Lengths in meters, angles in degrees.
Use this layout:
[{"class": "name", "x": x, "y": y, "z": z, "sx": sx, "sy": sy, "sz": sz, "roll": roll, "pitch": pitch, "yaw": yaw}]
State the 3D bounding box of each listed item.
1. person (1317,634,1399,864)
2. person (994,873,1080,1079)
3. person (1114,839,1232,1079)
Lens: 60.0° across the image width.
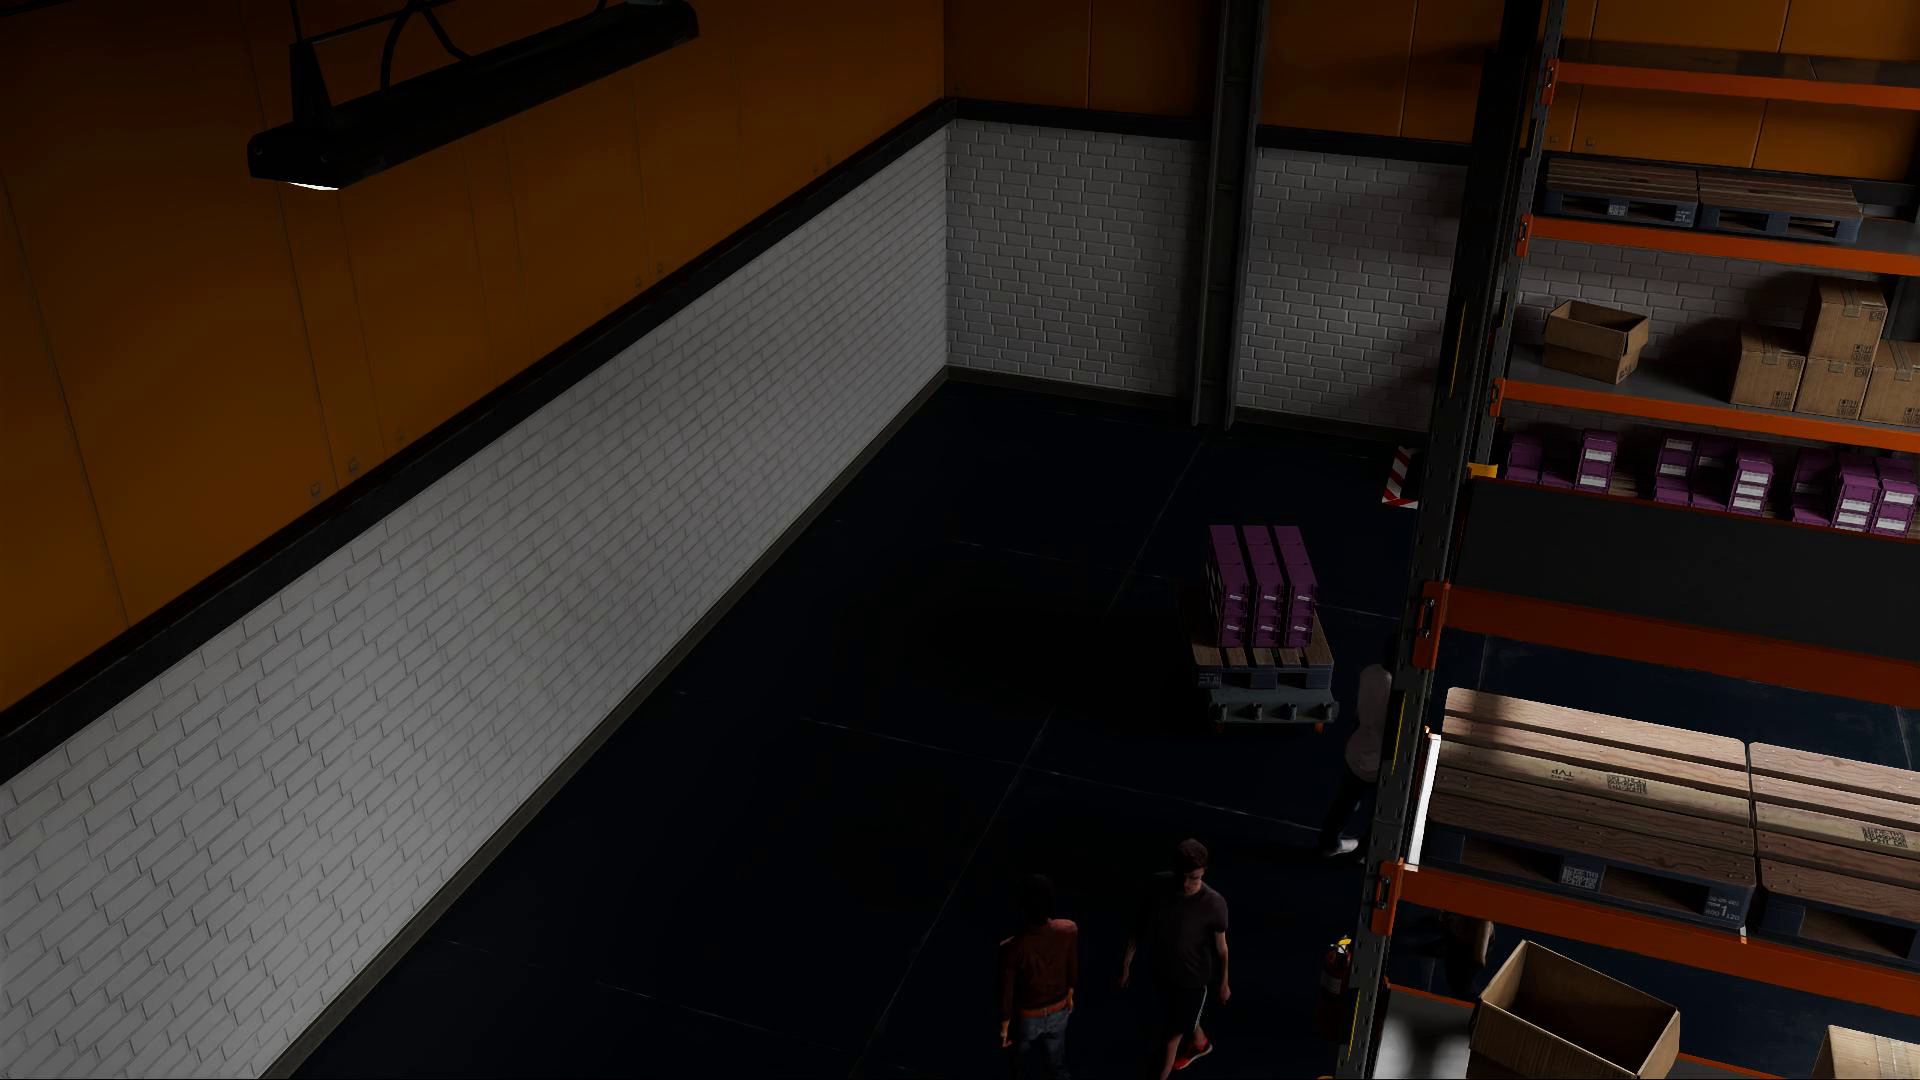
[{"class": "person", "x": 2.591, "y": 1.392, "z": 10.512, "sx": 0.874, "sy": 1.778, "sz": 0.824, "roll": -11, "pitch": 31, "yaw": -20}, {"class": "person", "x": 0.441, "y": 2.494, "z": 8.513, "sx": 1.050, "sy": 1.758, "sz": 1.103, "roll": -12, "pitch": 31, "yaw": -21}, {"class": "person", "x": 1.225, "y": 2.271, "z": 8.883, "sx": 1.240, "sy": 1.796, "sz": 1.076, "roll": 25, "pitch": 38, "yaw": 38}]
